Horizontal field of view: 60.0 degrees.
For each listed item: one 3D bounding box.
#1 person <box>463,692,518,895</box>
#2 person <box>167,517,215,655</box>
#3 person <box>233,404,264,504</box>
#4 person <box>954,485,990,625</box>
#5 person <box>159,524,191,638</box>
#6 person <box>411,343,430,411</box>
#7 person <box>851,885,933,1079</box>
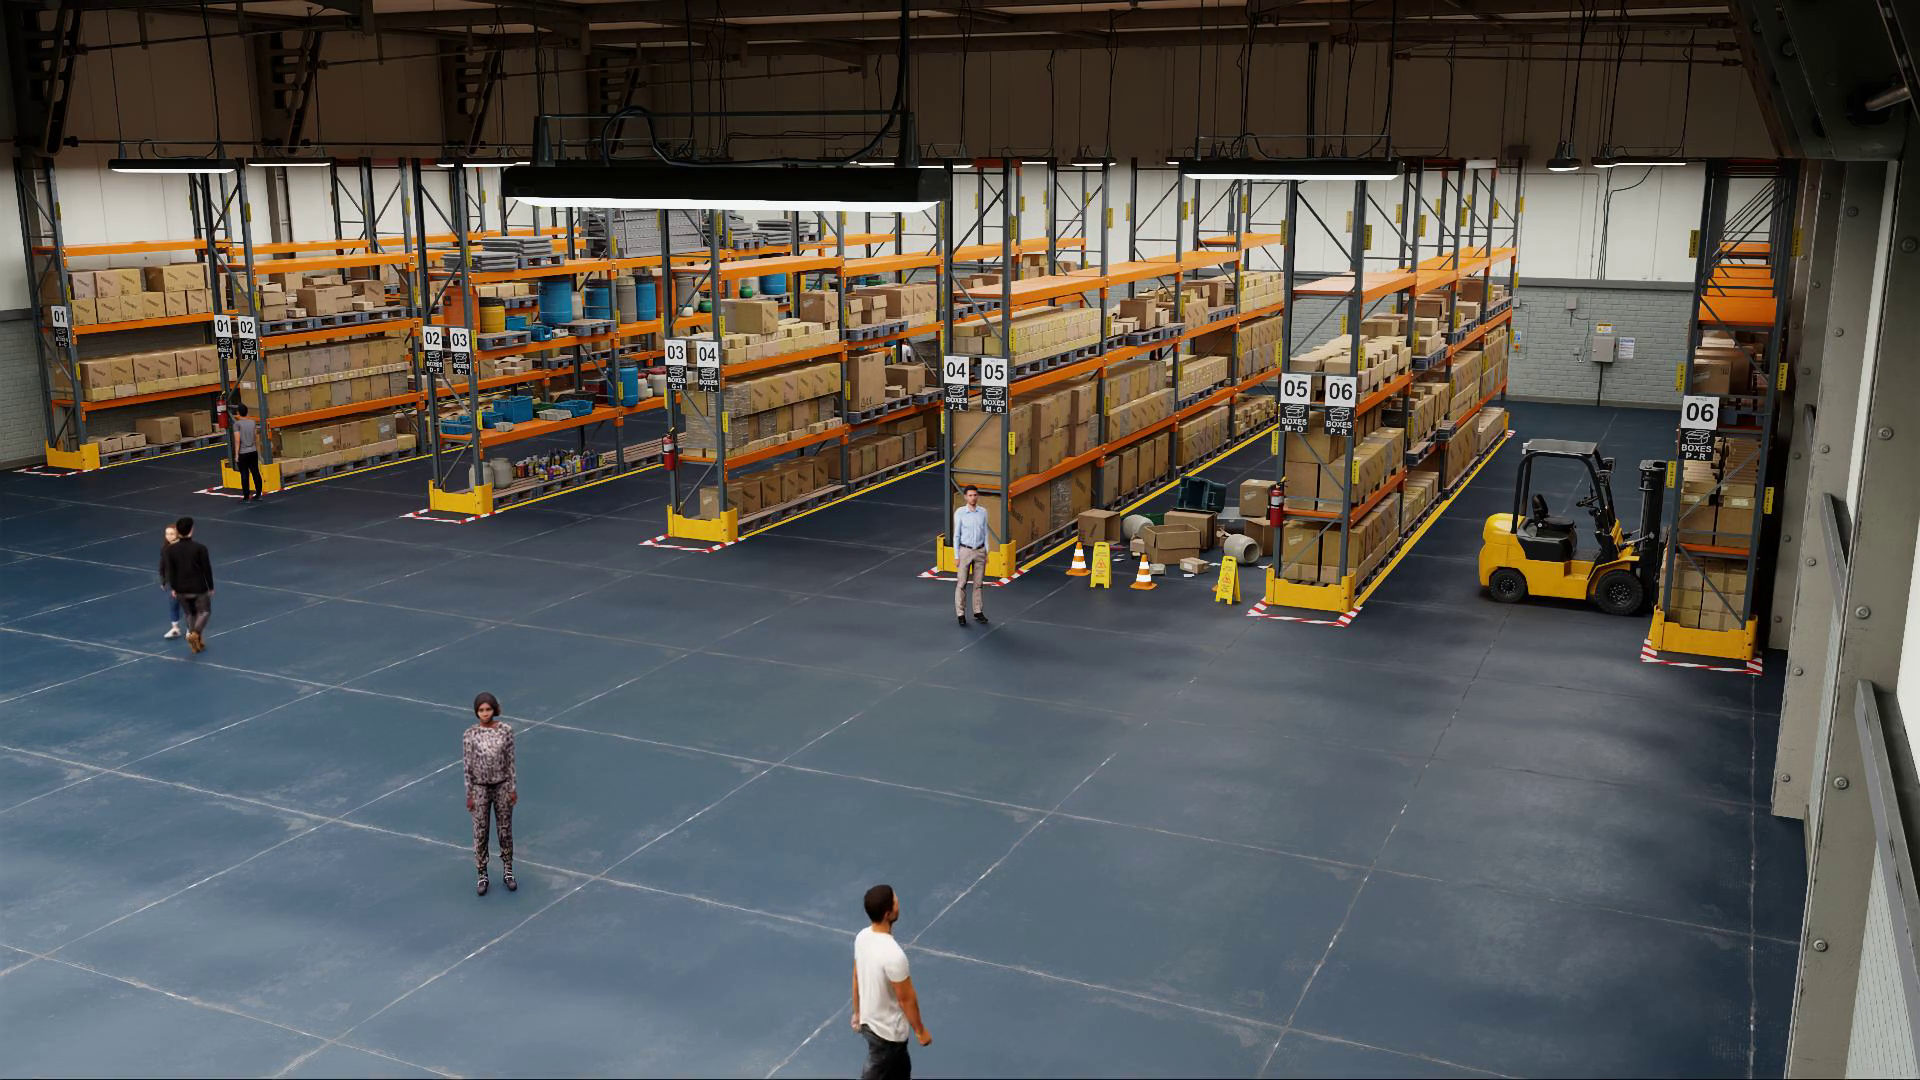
[{"bbox_3d":[-3.913,2.100,13.896,0.680,1.714,0.739,-5,14,-19],"label":"person"},{"bbox_3d":[-9.460,0.583,20.449,0.891,1.713,0.998,-2,13,-8],"label":"person"},{"bbox_3d":[-12.681,-1.551,29.574,0.666,1.755,0.481,7,15,26],"label":"person"},{"bbox_3d":[0.157,0.176,21.915,0.752,1.846,0.808,-4,14,-18],"label":"person"},{"bbox_3d":[-10.002,0.512,21.264,0.635,1.483,0.639,-1,13,-3],"label":"person"},{"bbox_3d":[-12.662,-3.757,39.069,0.629,1.769,0.569,4,14,19],"label":"person"},{"bbox_3d":[-0.539,2.974,10.014,1.222,1.764,1.096,-6,15,-26],"label":"person"}]
